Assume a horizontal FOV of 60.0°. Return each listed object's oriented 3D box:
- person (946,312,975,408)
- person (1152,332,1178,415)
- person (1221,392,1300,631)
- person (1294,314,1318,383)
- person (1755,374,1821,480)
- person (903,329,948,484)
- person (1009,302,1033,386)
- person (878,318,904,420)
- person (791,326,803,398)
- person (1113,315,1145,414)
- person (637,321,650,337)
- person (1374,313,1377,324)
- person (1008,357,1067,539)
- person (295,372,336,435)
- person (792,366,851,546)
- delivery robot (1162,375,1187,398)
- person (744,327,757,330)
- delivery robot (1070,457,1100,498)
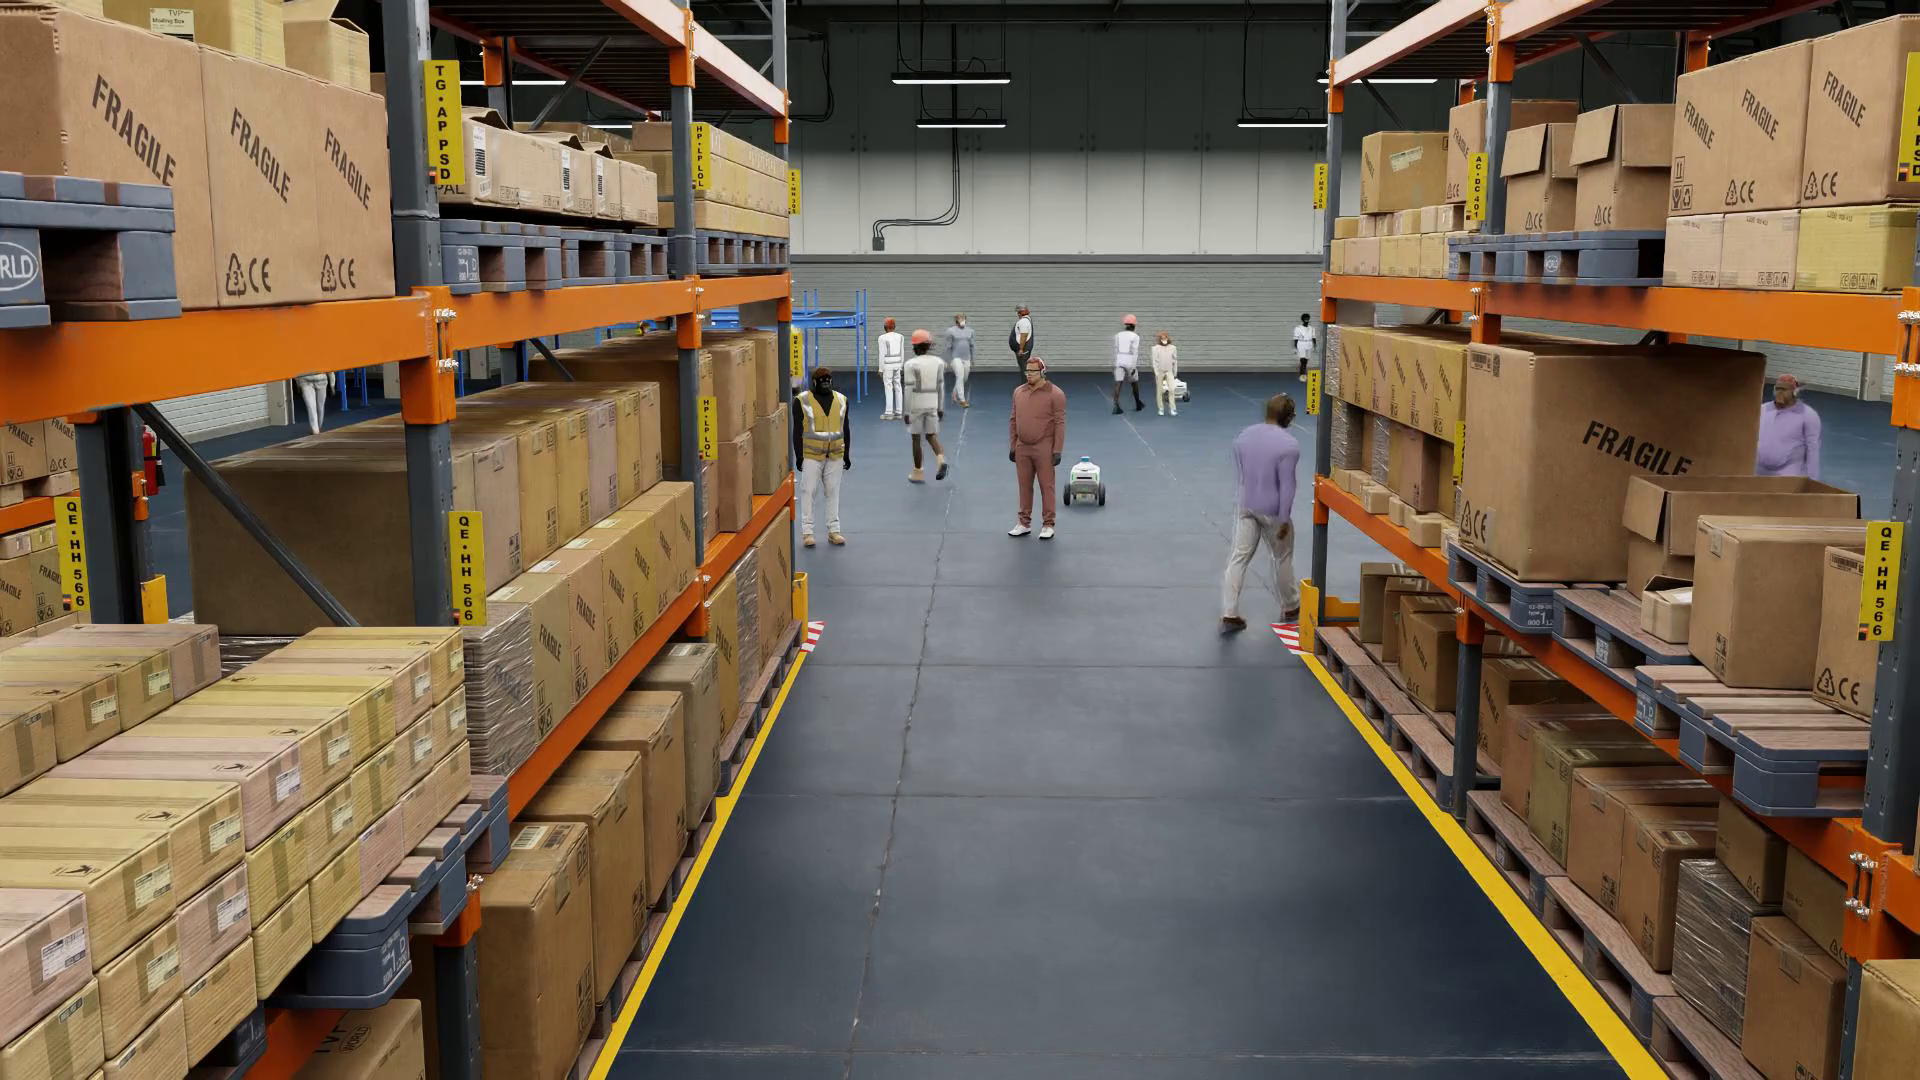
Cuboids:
[{"bbox_3d":[-0.014,-3.670,33.729,0.635,1.916,0.855,-5,11,-26],"label":"person"},{"bbox_3d":[3.898,-3.136,31.470,0.514,1.588,0.810,-2,10,-9],"label":"person"},{"bbox_3d":[2.462,-0.230,13.205,1.001,1.884,0.631,-9,13,-42],"label":"person"},{"bbox_3d":[8.380,-4.615,40.134,0.539,1.659,0.835,-4,10,-21],"label":"person"},{"bbox_3d":[7.749,-0.646,15.789,1.012,1.853,0.644,-6,11,-31],"label":"person"},{"bbox_3d":[-0.458,-1.744,21.828,0.631,2.030,0.655,-6,11,-33],"label":"person"},{"bbox_3d":[1.357,-4.261,36.997,0.536,2.000,0.683,2,10,12],"label":"person"},{"bbox_3d":[-1.287,-3.182,30.879,0.575,1.883,0.362,-8,12,-40],"label":"person"},{"bbox_3d":[-2.802,-2.656,27.772,1.005,1.876,0.608,1,10,6],"label":"person"},{"bbox_3d":[3.264,-3.404,32.213,0.553,1.876,1.018,6,11,33],"label":"person"},{"bbox_3d":[-5.594,-2.950,29.550,0.403,1.861,0.502,4,10,24],"label":"person"},{"bbox_3d":[10.637,-5.307,43.533,0.637,1.911,0.403,7,12,37],"label":"person"},{"bbox_3d":[0.790,-0.976,17.591,0.651,1.907,0.409,6,11,31],"label":"person"},{"bbox_3d":[-10.615,-2.588,27.366,0.618,1.888,0.947,-4,10,-24],"label":"person"},{"bbox_3d":[-1.412,-0.869,17.149,0.622,1.844,0.429,-4,10,-25],"label":"person"},{"bbox_3d":[4.470,-3.228,34.970,0.477,0.478,0.707,-3,10,-20],"label":"delivery robot"},{"bbox_3d":[-3.813,-3.064,30.281,0.565,1.846,0.390,0,9,0],"label":"person"},{"bbox_3d":[1.524,-0.768,20.236,0.477,0.478,0.707,1,10,6],"label":"delivery robot"}]
